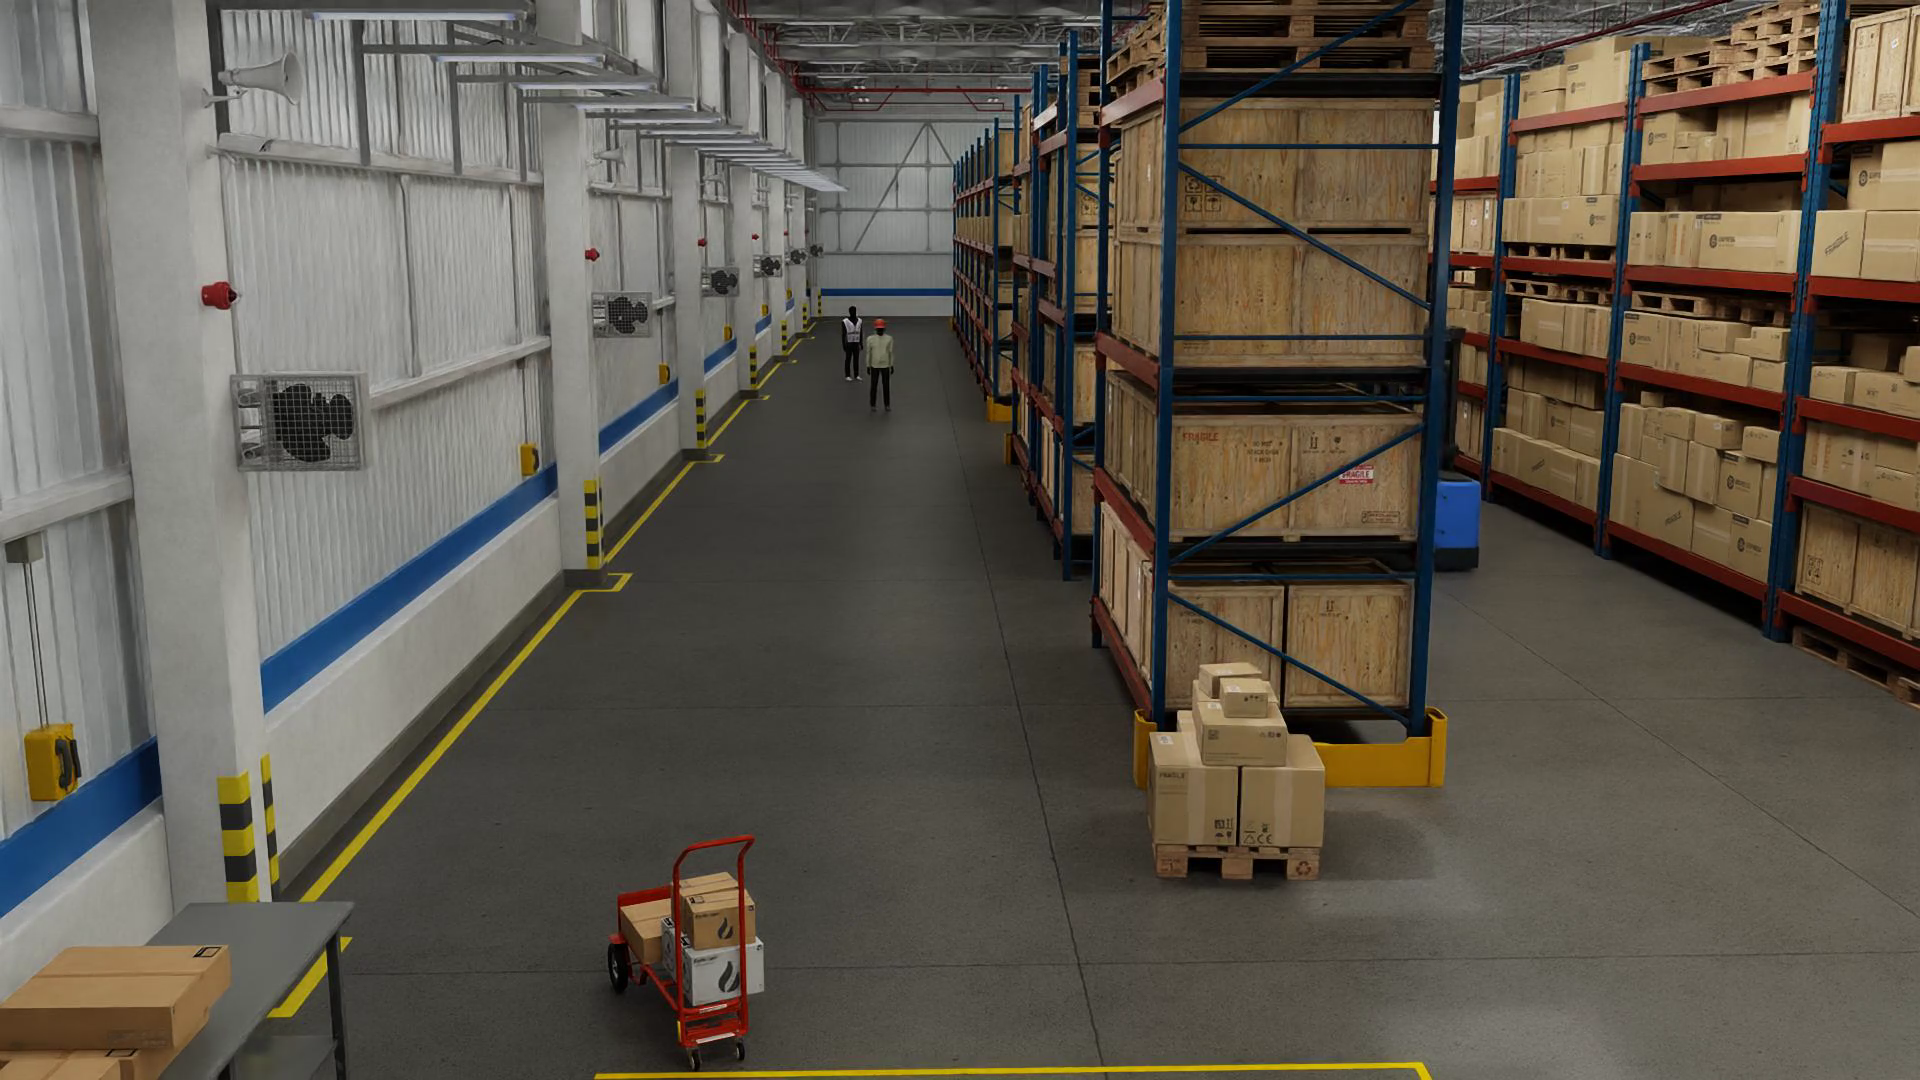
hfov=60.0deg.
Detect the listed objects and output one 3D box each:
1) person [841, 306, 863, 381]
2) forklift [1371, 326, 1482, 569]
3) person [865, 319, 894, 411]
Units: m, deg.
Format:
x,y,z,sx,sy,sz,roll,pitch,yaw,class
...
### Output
x,y,z,sx,sy,sz,roll,pitch,yaw,class
-2.762,-5.027,42.547,0.589,1.911,0.387,-8,13,-35,person
5.473,-1.161,19.889,1.129,2.768,1.873,0,11,-2,forklift
-1.714,-3.746,35.681,0.621,1.986,0.411,-2,11,-12,person
